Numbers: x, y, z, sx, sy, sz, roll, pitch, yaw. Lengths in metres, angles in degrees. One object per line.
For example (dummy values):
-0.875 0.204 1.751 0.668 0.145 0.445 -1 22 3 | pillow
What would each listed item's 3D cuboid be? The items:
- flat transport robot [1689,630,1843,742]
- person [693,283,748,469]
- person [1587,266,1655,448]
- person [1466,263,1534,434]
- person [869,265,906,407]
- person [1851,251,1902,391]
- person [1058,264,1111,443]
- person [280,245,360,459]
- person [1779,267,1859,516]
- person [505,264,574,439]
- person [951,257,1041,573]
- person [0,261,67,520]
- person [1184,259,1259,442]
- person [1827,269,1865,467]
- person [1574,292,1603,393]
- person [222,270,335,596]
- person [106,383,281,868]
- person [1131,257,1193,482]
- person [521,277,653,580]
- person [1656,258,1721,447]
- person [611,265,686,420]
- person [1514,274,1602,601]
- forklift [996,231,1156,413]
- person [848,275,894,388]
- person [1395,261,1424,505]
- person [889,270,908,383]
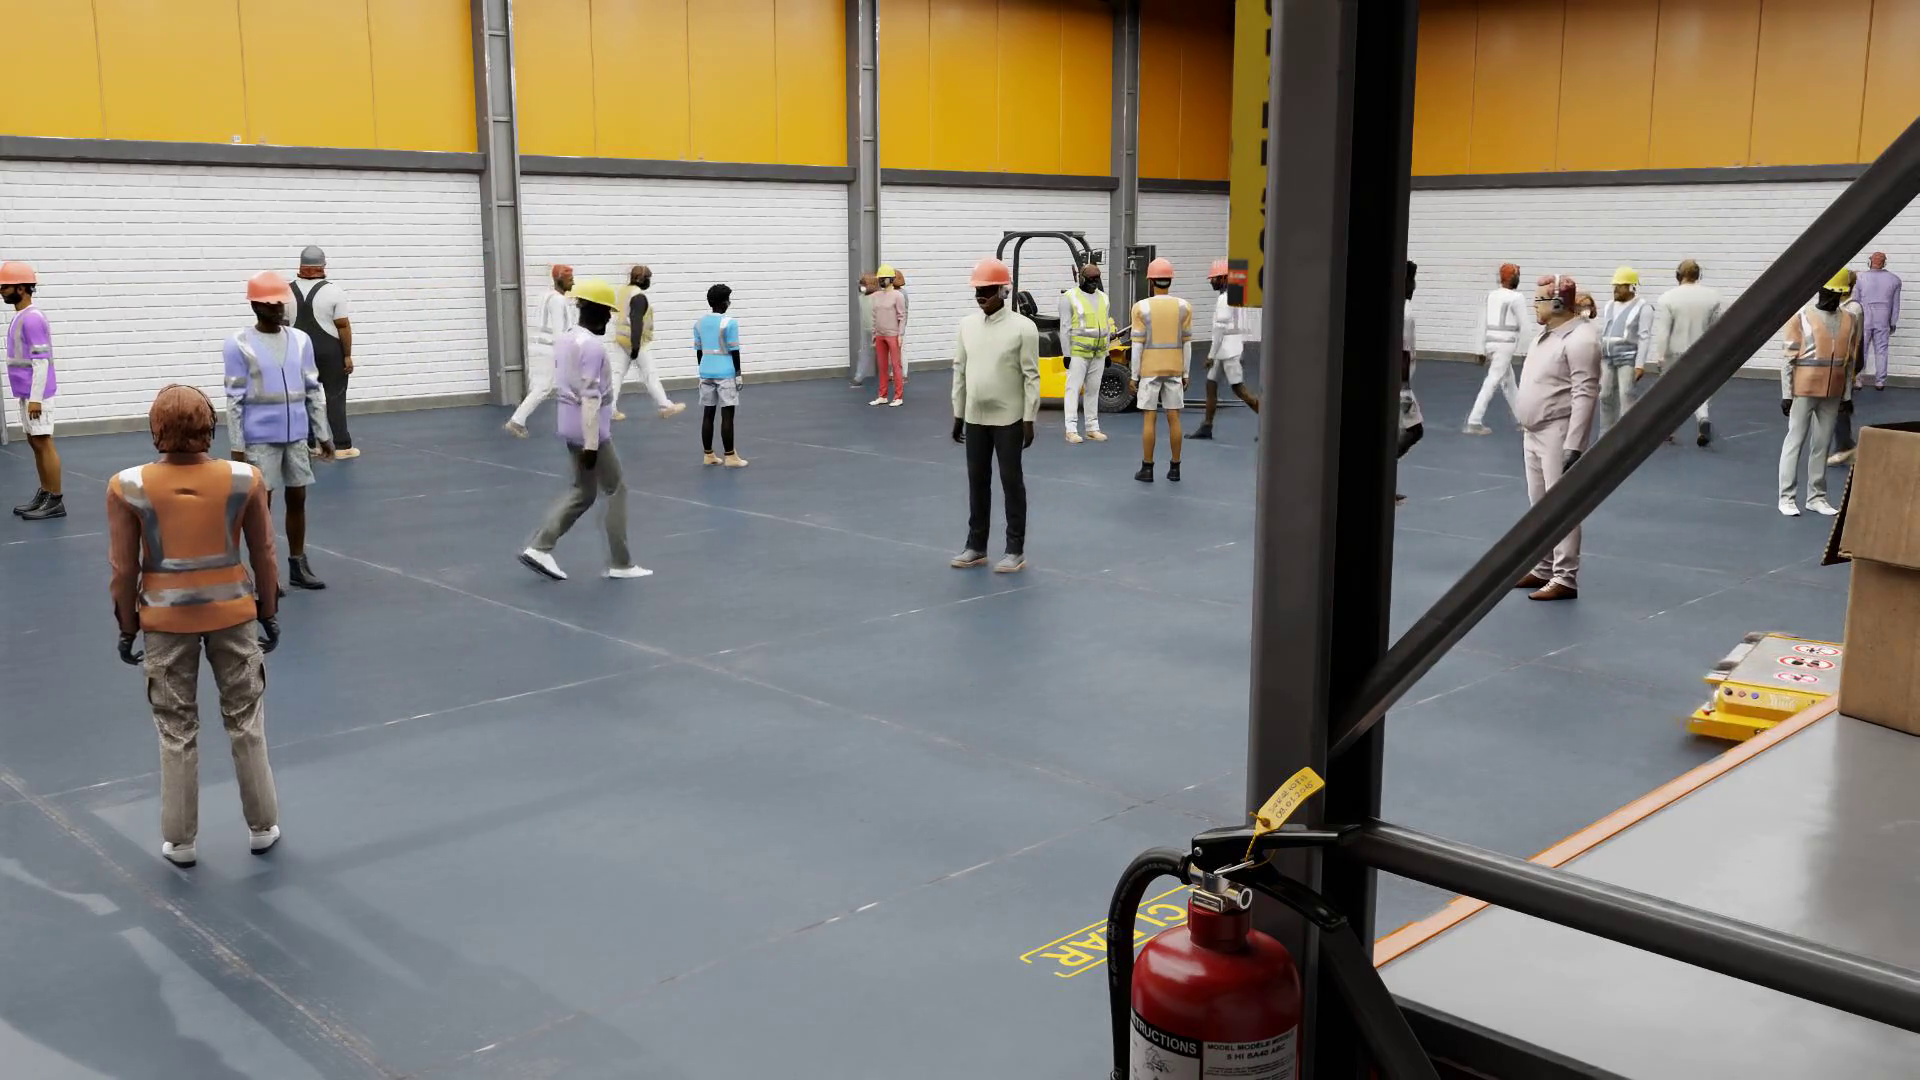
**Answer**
3.750 0.656 7.395 0.652 0.197 1.431 7 13 34 | flat transport robot
-2.204 -1.499 15.269 0.530 1.692 0.321 7 13 34 | person
6.538 -1.784 16.445 0.403 1.832 0.601 -5 12 -26 | person
5.890 -2.047 17.901 1.015 1.827 0.585 -3 11 -14 | person
-0.914 -2.553 20.819 0.533 1.768 0.311 8 13 39 | person
12.574 -3.012 22.937 0.646 1.907 0.401 2 11 11 | person
1.315 -1.928 17.219 0.622 1.839 0.429 -7 12 -33 | person
-6.112 -1.795 15.932 0.689 2.000 0.539 1 10 6 | person
6.541 -1.135 12.667 0.585 1.920 0.374 -1 10 -7 | person
-4.340 -1.979 17.512 0.965 1.843 0.629 -2 11 -13 | person
0.206 -0.787 10.562 0.622 1.992 0.396 7 12 33 | person
-7.013 -1.120 12.532 0.361 1.938 0.545 -8 13 -38 | person
2.867 -1.949 17.223 0.972 1.898 0.553 3 11 15 | person
8.054 -1.563 15.231 0.430 1.831 0.505 4 11 20 | person
5.702 -1.492 15.439 0.501 1.619 0.438 -2 11 -13 | person
-4.030 -0.626 9.864 0.394 1.930 0.568 8 13 38 | person
-2.580 0.293 5.644 0.525 1.639 0.307 -6 12 -29 | person
1.730 -1.465 14.406 0.543 1.941 0.353 -2 11 -10 | person
-2.348 -0.665 10.246 0.764 1.892 0.583 -7 12 -32 | person
7.326 -1.879 16.744 0.632 1.912 0.825 0 10 1 | person
-3.719 -2.276 19.265 0.980 1.779 0.646 -6 12 -31 | person
3.475 -0.592 9.783 0.412 1.911 0.657 -1 10 -5 | person
1.222 -2.721 20.561 2.313 2.155 1.214 2 11 13 | forklift
-1.201 -2.944 23.436 0.850 1.589 0.542 -9 14 -42 | person
3.418 -1.227 13.069 0.416 1.950 0.647 -2 11 -11 | person
-0.928 -3.095 24.122 0.280 1.636 0.500 -7 13 -34 | person
